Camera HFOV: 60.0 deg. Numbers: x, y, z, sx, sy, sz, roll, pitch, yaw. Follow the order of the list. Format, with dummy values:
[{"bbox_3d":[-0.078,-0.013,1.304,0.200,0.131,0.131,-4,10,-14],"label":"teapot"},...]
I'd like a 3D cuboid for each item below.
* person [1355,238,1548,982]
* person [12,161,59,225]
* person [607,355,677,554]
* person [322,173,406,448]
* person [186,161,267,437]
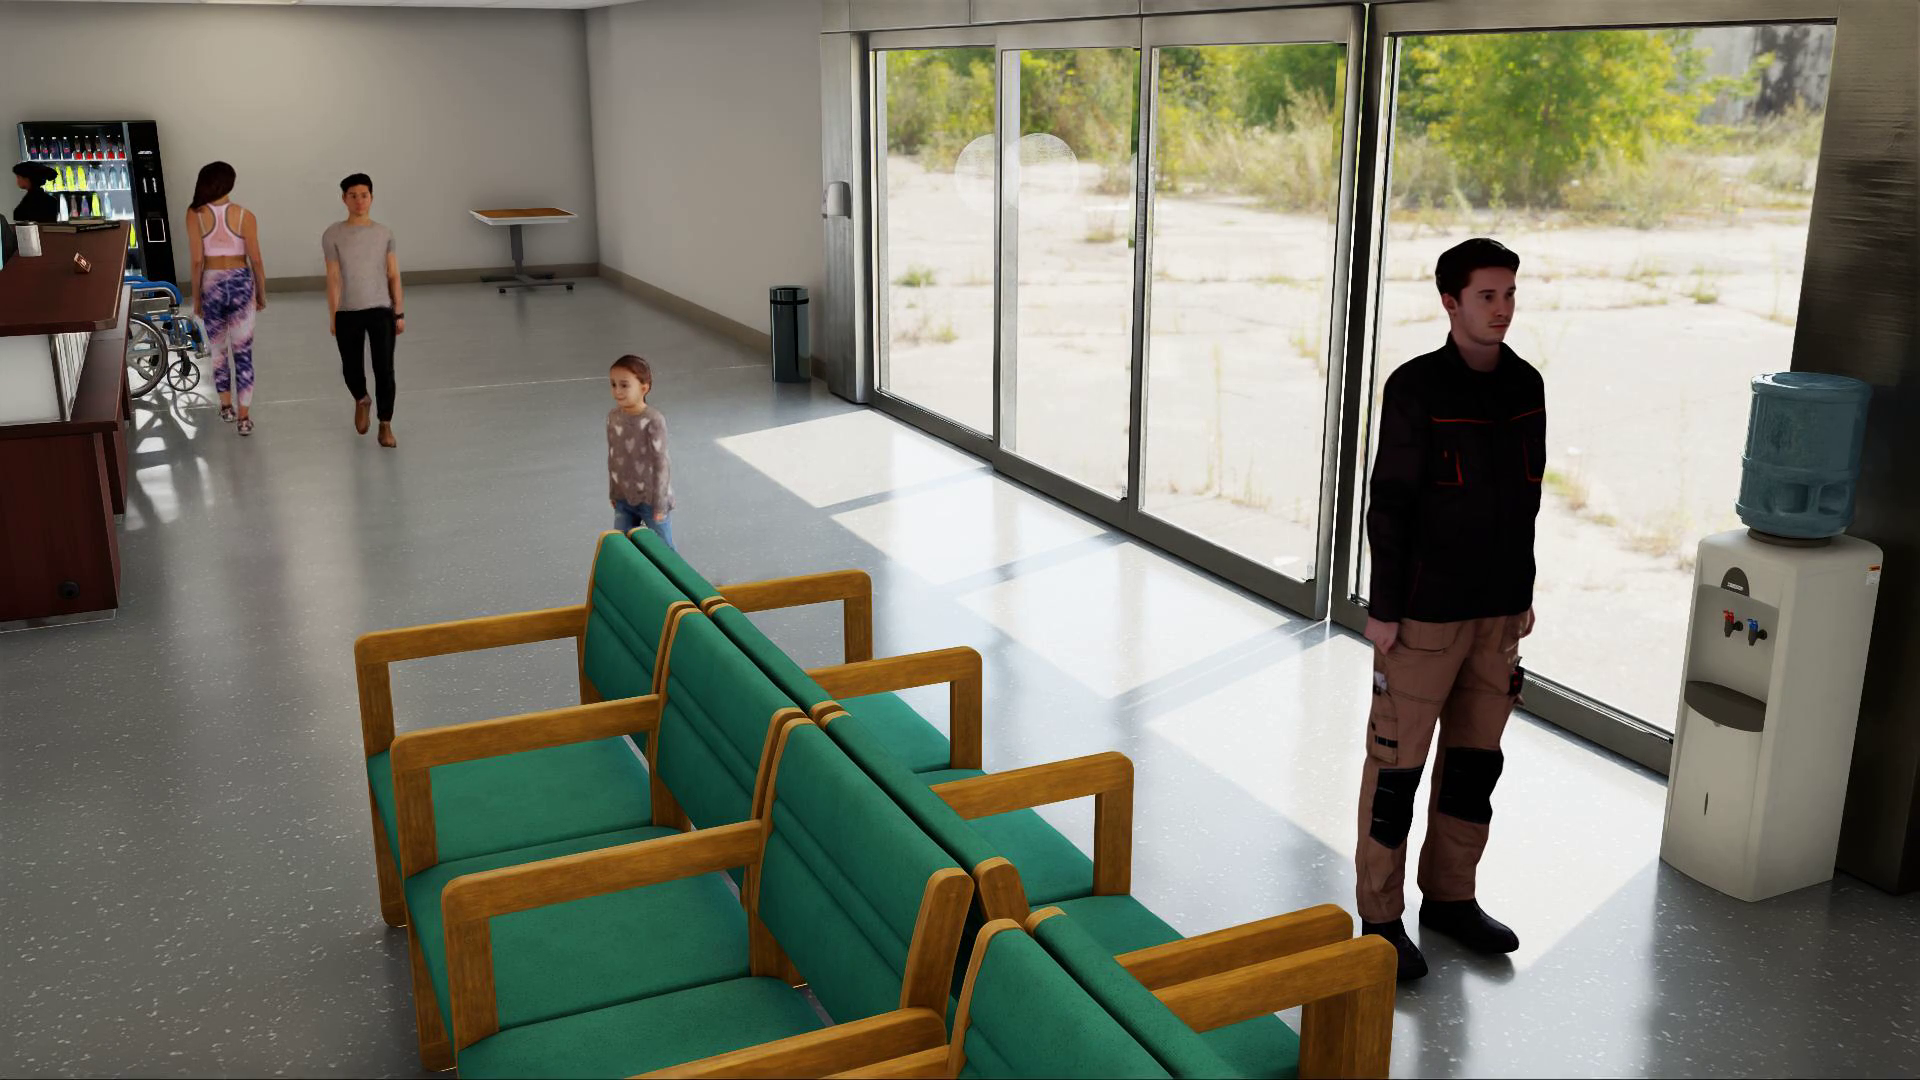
[{"bbox_3d":[1.286,0.180,4.344,0.522,1.925,0.750,-7,17,-23],"label":"person"},{"bbox_3d":[-7.247,-2.184,13.267,0.750,1.632,0.702,0,16,1],"label":"person"},{"bbox_3d":[-1.315,-0.191,7.059,0.777,1.164,0.866,7,17,23],"label":"person"},{"bbox_3d":[-3.769,-1.449,10.524,0.676,1.706,0.674,-6,17,-21],"label":"person"},{"bbox_3d":[-4.737,-1.545,10.784,0.793,1.749,0.685,-6,17,-21],"label":"person"}]
